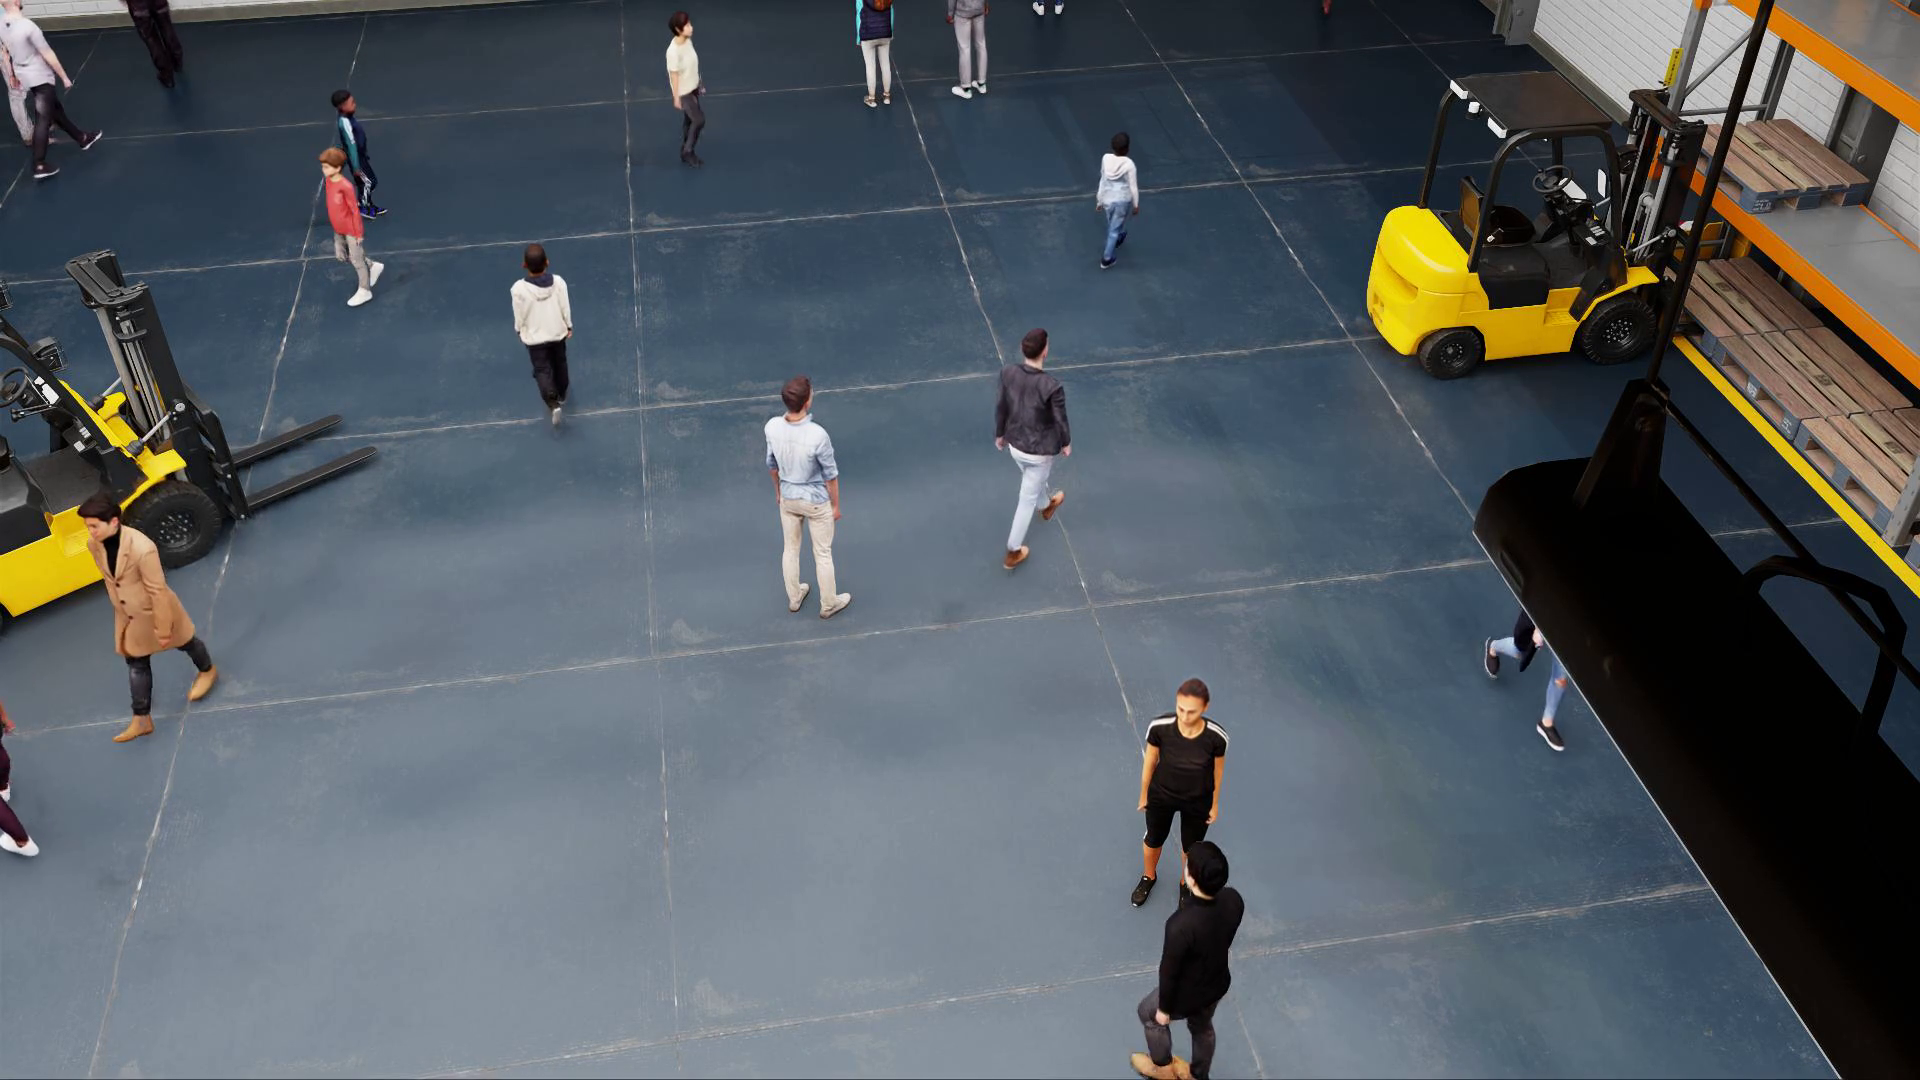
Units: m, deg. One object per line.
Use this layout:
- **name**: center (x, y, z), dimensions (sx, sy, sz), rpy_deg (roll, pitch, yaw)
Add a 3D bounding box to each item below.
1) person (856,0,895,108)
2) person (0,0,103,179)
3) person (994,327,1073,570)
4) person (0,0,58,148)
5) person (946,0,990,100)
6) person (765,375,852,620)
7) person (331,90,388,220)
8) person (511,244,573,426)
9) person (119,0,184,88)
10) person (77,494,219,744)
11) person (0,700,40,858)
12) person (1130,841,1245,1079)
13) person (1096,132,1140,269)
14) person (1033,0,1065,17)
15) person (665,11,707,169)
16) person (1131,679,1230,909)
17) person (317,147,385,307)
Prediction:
- **person**: center (-0.884, -5.307, 17.472), dimensions (0.618, 1.500, 0.634), rpy_deg (-14, 41, -16)
- **person**: center (-8.988, -4.393, 16.099), dimensions (1.104, 1.784, 1.337), rpy_deg (13, 40, 16)
- **person**: center (0.447, -0.577, 11.312), dimensions (1.119, 1.797, 1.181), rpy_deg (24, 45, 27)
- **person**: center (-9.554, -4.892, 16.640), dimensions (0.782, 1.889, 0.592), rpy_deg (-16, 41, -19)
- **person**: center (0.104, -5.602, 17.570), dimensions (0.750, 1.838, 0.691), rpy_deg (-21, 43, -24)
- **person**: center (-1.015, -0.273, 10.889), dimensions (0.731, 1.848, 0.742), rpy_deg (15, 41, 18)
- **person**: center (-5.687, -3.585, 15.515), dimensions (0.590, 1.252, 0.446), rpy_deg (-8, 39, -10)
- **person**: center (-3.205, -1.577, 12.848), dimensions (0.719, 1.441, 0.939), rpy_deg (-15, 41, -18)
- **person**: center (-8.668, -5.784, 17.753), dimensions (0.889, 1.895, 0.954), rpy_deg (-31, 48, -33)
- **person**: center (-4.929, 0.367, 10.216), dimensions (0.986, 1.688, 1.188), rpy_deg (11, 40, 14)
- **person**: center (-5.518, 1.087, 9.268), dimensions (1.076, 1.746, 1.051), rpy_deg (19, 42, 22)
- **person**: center (1.160, 2.150, 7.964), dimensions (0.788, 1.712, 0.797), rpy_deg (-24, 44, -27)
- **person**: center (1.358, -3.003, 14.796), dimensions (0.795, 1.238, 0.862), rpy_deg (22, 44, 25)
- **person**: center (1.060, -7.069, 19.385), dimensions (0.705, 1.866, 0.592), rpy_deg (-4, 39, -5)
- **person**: center (-2.742, -4.395, 16.269), dimensions (0.740, 1.576, 0.625), rpy_deg (7, 39, 8)
- **person**: center (1.194, 1.369, 8.977), dimensions (0.648, 1.669, 0.631), rpy_deg (9, 40, 11)
- **person**: center (-5.219, -2.728, 14.313), dimensions (0.730, 1.412, 0.781), rpy_deg (28, 46, 30)
